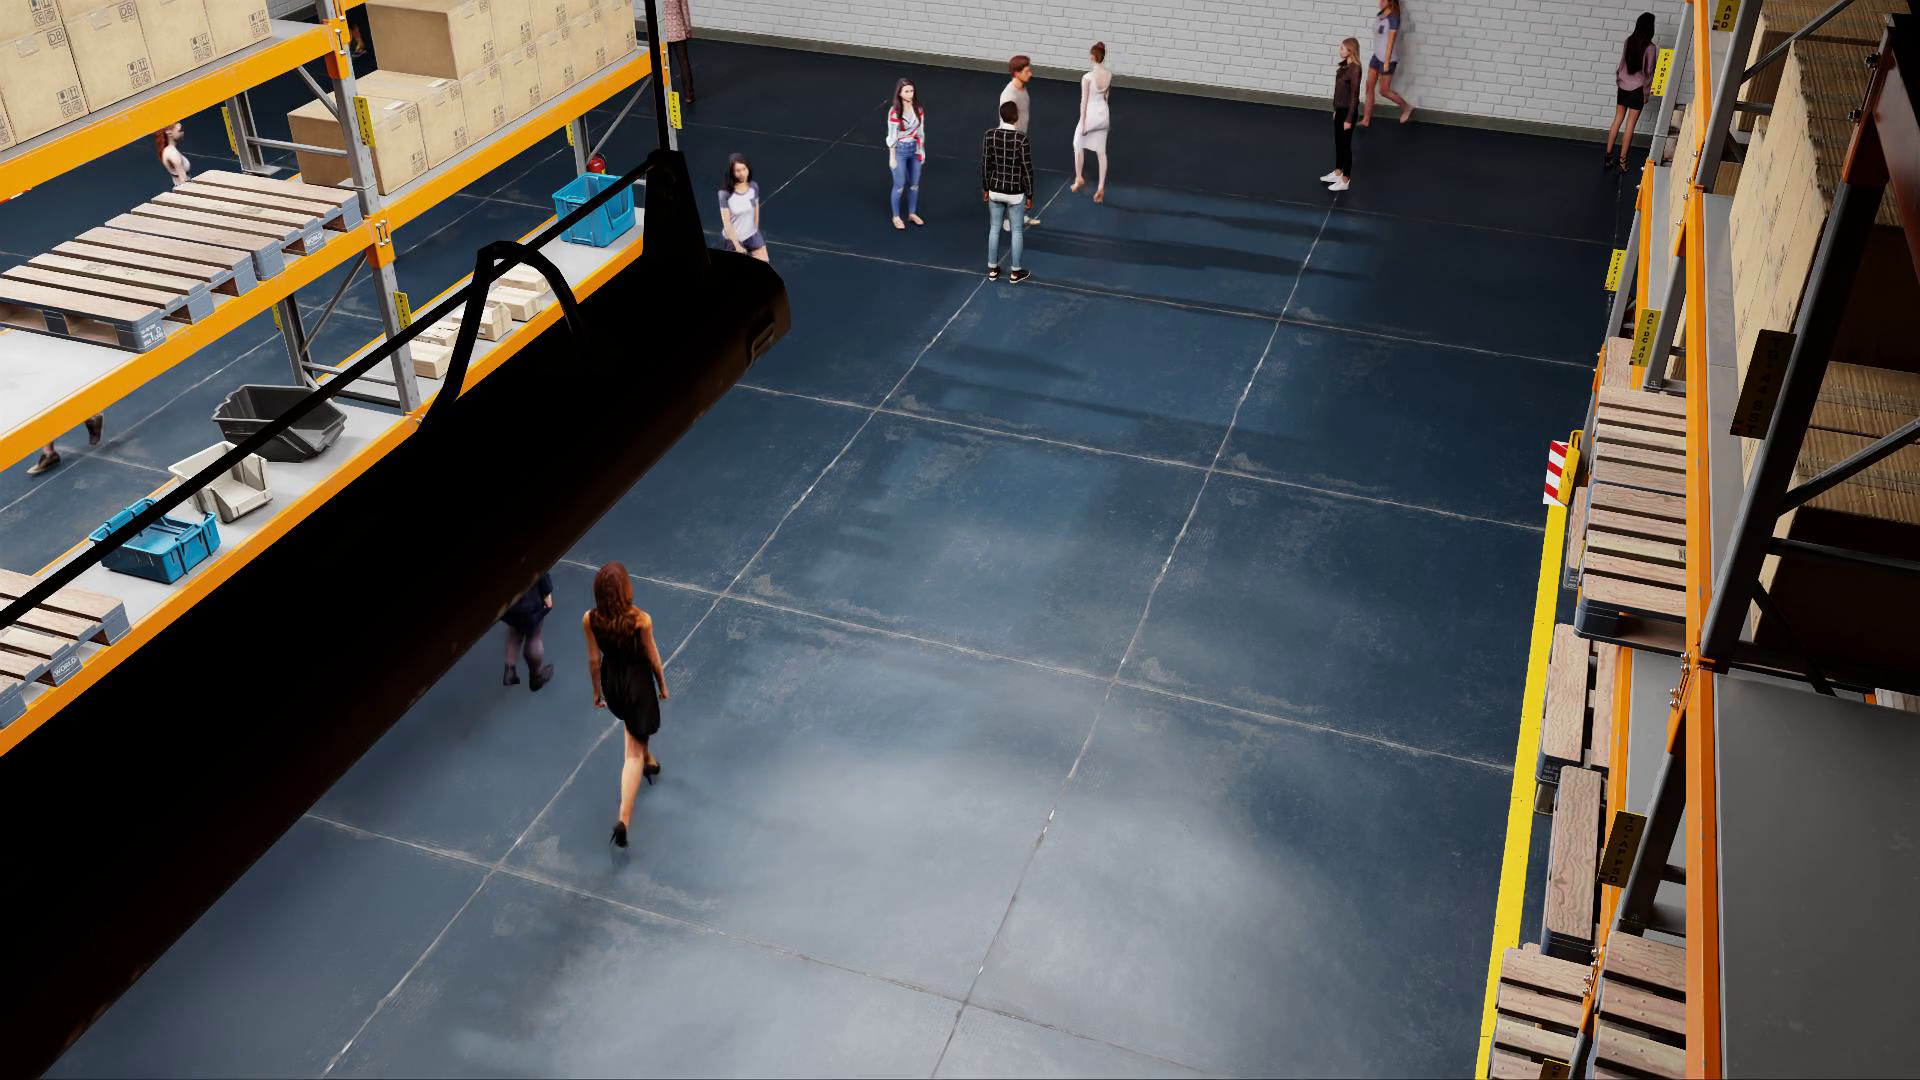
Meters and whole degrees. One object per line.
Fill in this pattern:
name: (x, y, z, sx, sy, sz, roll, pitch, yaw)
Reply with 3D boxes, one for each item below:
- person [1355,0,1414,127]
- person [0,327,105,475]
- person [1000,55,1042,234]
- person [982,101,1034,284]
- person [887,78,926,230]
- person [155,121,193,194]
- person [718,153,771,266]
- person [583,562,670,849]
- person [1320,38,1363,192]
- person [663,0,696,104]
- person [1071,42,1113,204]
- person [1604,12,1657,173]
person: (5.221, -5.817, 20.150, 0.993, 1.702, 0.984, -9, 35, -14)
person: (-7.465, -1.359, 13.504, 0.717, 1.634, 0.976, 21, 39, 28)
person: (0.517, -4.171, 17.509, 0.748, 1.883, 0.605, 10, 35, 15)
person: (0.458, -3.445, 16.476, 0.663, 1.819, 0.518, 12, 35, 17)
person: (-0.572, -4.113, 17.668, 0.640, 1.611, 0.718, -18, 38, -25)
person: (-7.680, -3.258, 16.290, 1.180, 1.713, 1.086, -16, 37, -22)
person: (-2.107, -2.875, 15.759, 1.082, 1.663, 1.047, -22, 40, -30)
person: (-1.980, 0.991, 9.820, 0.773, 1.798, 1.198, 4, 34, 6)
person: (4.308, -4.757, 18.554, 0.736, 1.702, 0.599, -4, 34, -6)
person: (-3.641, -6.399, 20.929, 0.780, 1.809, 0.784, -6, 34, -10)
person: (1.523, -4.510, 18.114, 0.801, 1.779, 0.850, -17, 37, -24)
person: (7.670, -5.112, 18.991, 0.732, 1.810, 0.694, -18, 38, -25)
